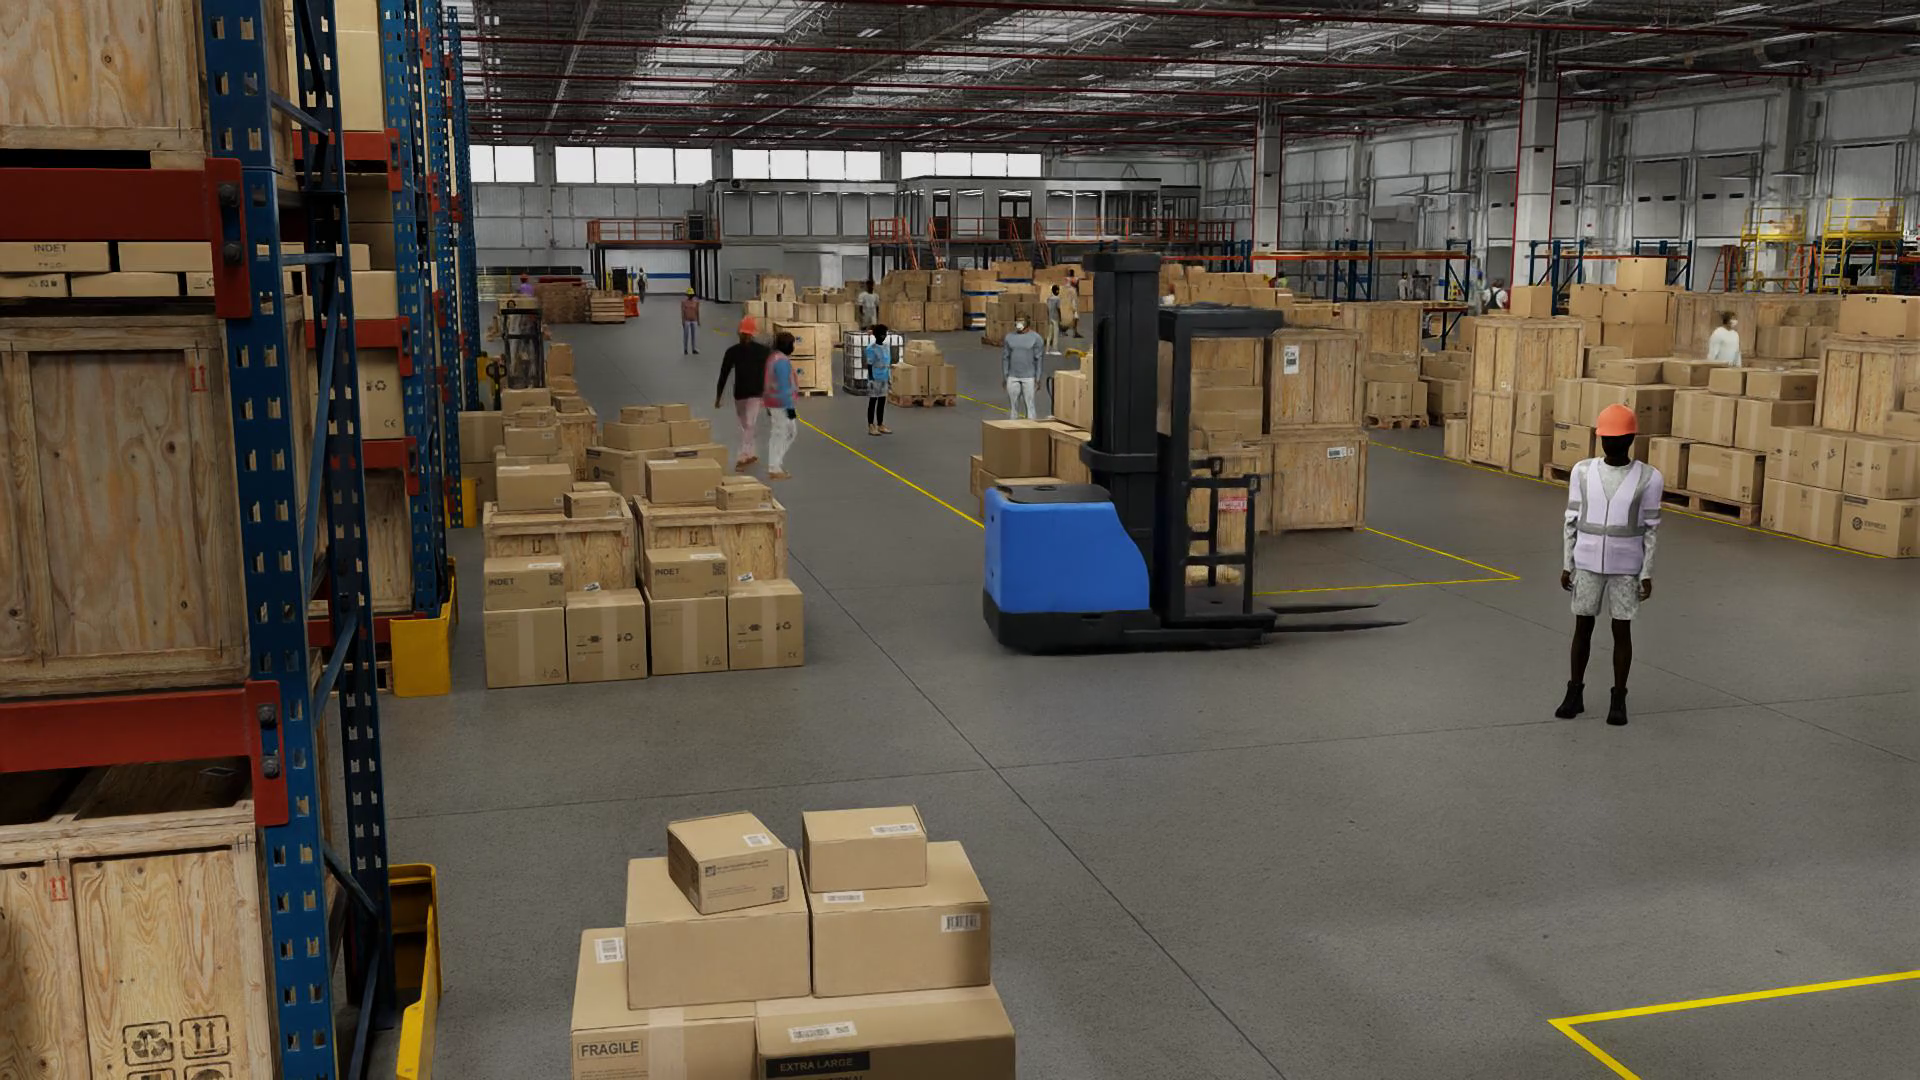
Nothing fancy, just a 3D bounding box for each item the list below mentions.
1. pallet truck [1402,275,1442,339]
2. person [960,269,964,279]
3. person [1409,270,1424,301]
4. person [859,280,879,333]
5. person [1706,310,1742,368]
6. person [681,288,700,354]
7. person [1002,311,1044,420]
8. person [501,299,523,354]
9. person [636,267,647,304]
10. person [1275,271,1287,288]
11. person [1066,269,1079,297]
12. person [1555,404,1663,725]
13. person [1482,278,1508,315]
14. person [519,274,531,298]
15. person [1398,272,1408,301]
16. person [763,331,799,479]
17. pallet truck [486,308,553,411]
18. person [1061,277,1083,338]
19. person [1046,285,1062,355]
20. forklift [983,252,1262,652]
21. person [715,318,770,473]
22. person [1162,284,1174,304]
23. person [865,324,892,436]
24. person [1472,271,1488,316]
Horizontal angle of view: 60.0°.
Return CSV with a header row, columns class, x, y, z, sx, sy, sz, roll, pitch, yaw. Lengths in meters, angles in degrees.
class,x,y,z,sx,sy,sz,roll,pitch,yaw
pallet truck,14.620,-7.324,52.145,0.823,1.965,1.885,8,13,40
person,0.052,-11.097,73.761,0.451,1.905,0.623,5,11,27
person,20.931,-11.488,76.244,0.629,1.821,0.569,4,11,21
person,-2.588,-6.394,47.098,0.604,1.932,0.948,-3,10,-15
person,11.923,-2.630,25.901,0.637,1.884,1.044,-8,13,-38
person,-7.205,-5.858,44.498,0.523,1.769,0.321,-6,12,-32
person,0.899,-2.340,24.088,0.627,1.941,0.371,4,11,22
person,-10.467,-4.804,38.888,0.515,1.640,0.315,-6,11,-29
person,-15.942,-12.743,83.305,0.526,1.831,0.629,-1,10,-4
person,13.285,-10.226,69.037,0.429,1.841,0.638,9,14,42
person,4.652,-10.320,69.357,0.589,1.910,0.376,3,10,17
person,3.897,0.147,10.004,0.542,1.939,0.361,6,12,32
person,15.260,-6.492,47.309,0.707,2.000,0.981,8,13,38
person,-15.111,-8.313,57.987,0.712,1.917,0.551,4,11,20
person,17.426,-9.601,65.416,0.330,1.866,0.512,-4,11,-24
person,-2.212,-1.659,20.562,0.455,1.818,0.656,-2,10,-13
pallet truck,-6.242,-2.418,24.362,0.823,1.965,1.885,1,10,3
person,3.545,-7.299,52.237,0.630,1.919,0.560,-1,10,-6
person,2.505,-5.835,44.116,0.325,1.860,0.511,-8,13,-40
forklift,1.153,-0.681,12.028,1.873,2.768,1.129,-1,10,-6
person,-2.735,-1.860,21.326,0.698,1.943,0.829,3,11,18
person,5.536,-5.734,43.461,0.578,1.882,0.346,7,12,33
person,-1.236,-2.442,25.355,0.318,1.696,0.533,7,12,33
person,20.607,-9.716,65.956,0.633,1.906,0.692,-1,10,-6
